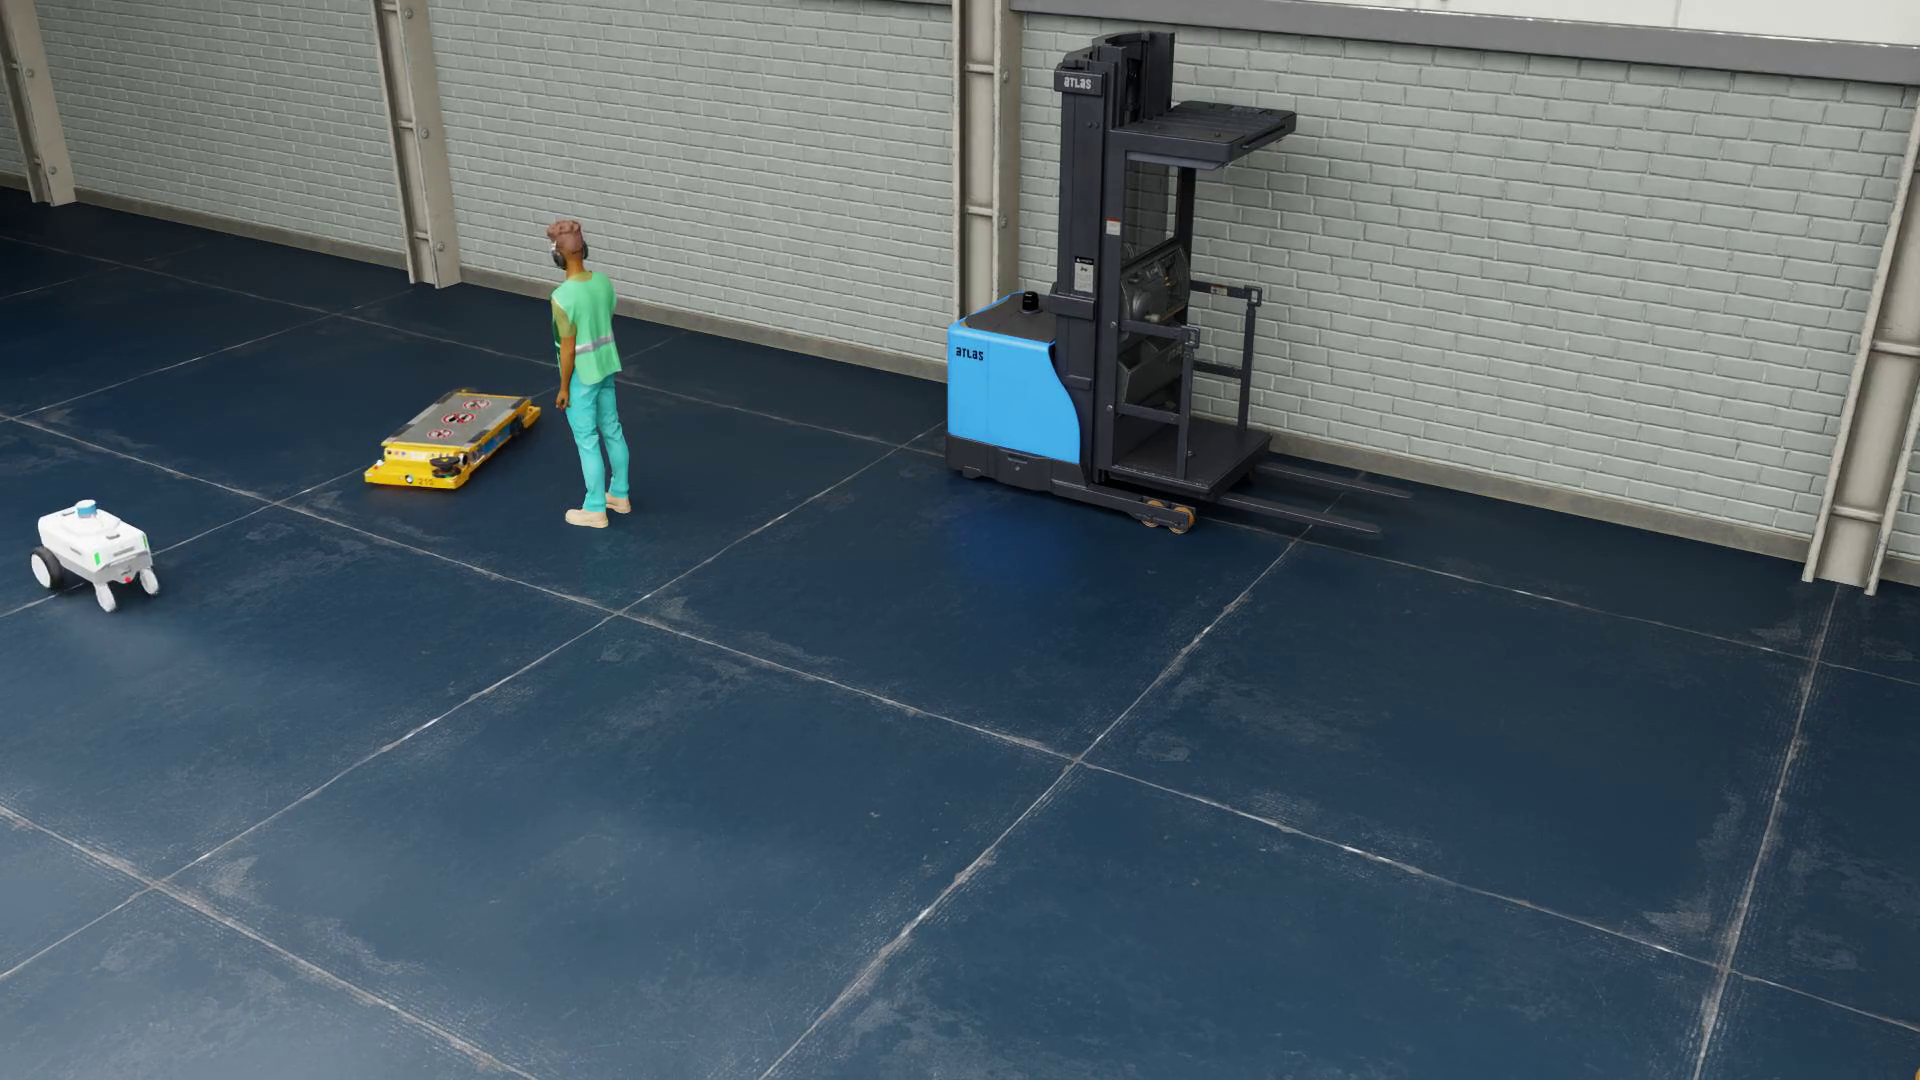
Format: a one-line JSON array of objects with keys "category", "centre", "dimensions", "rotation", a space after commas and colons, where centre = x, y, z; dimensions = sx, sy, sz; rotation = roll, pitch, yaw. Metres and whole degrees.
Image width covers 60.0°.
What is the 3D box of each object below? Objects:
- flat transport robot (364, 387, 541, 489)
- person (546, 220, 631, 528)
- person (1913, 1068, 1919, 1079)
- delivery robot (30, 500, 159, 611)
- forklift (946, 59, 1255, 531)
[{"category": "flat transport robot", "centre": [-3.575, -0.733, 11.808], "dimensions": [0.659, 0.231, 1.431], "rotation": [5, 26, 9]}, {"category": "person", "centre": [-2.334, -1.030, 10.442], "dimensions": [0.403, 1.979, 0.482], "rotation": [13, 28, 26]}, {"category": "person", "centre": [3.781, 1.193, 5.834], "dimensions": [0.587, 1.894, 0.363], "rotation": [-19, 31, -34]}, {"category": "delivery robot", "centre": [-5.106, 0.055, 9.817], "dimensions": [0.801, 0.602, 0.499], "rotation": [18, 31, 33]}, {"category": "forklift", "centre": [0.933, -1.707, 10.833], "dimensions": [1.873, 2.768, 1.129], "rotation": [15, 29, 28]}]
